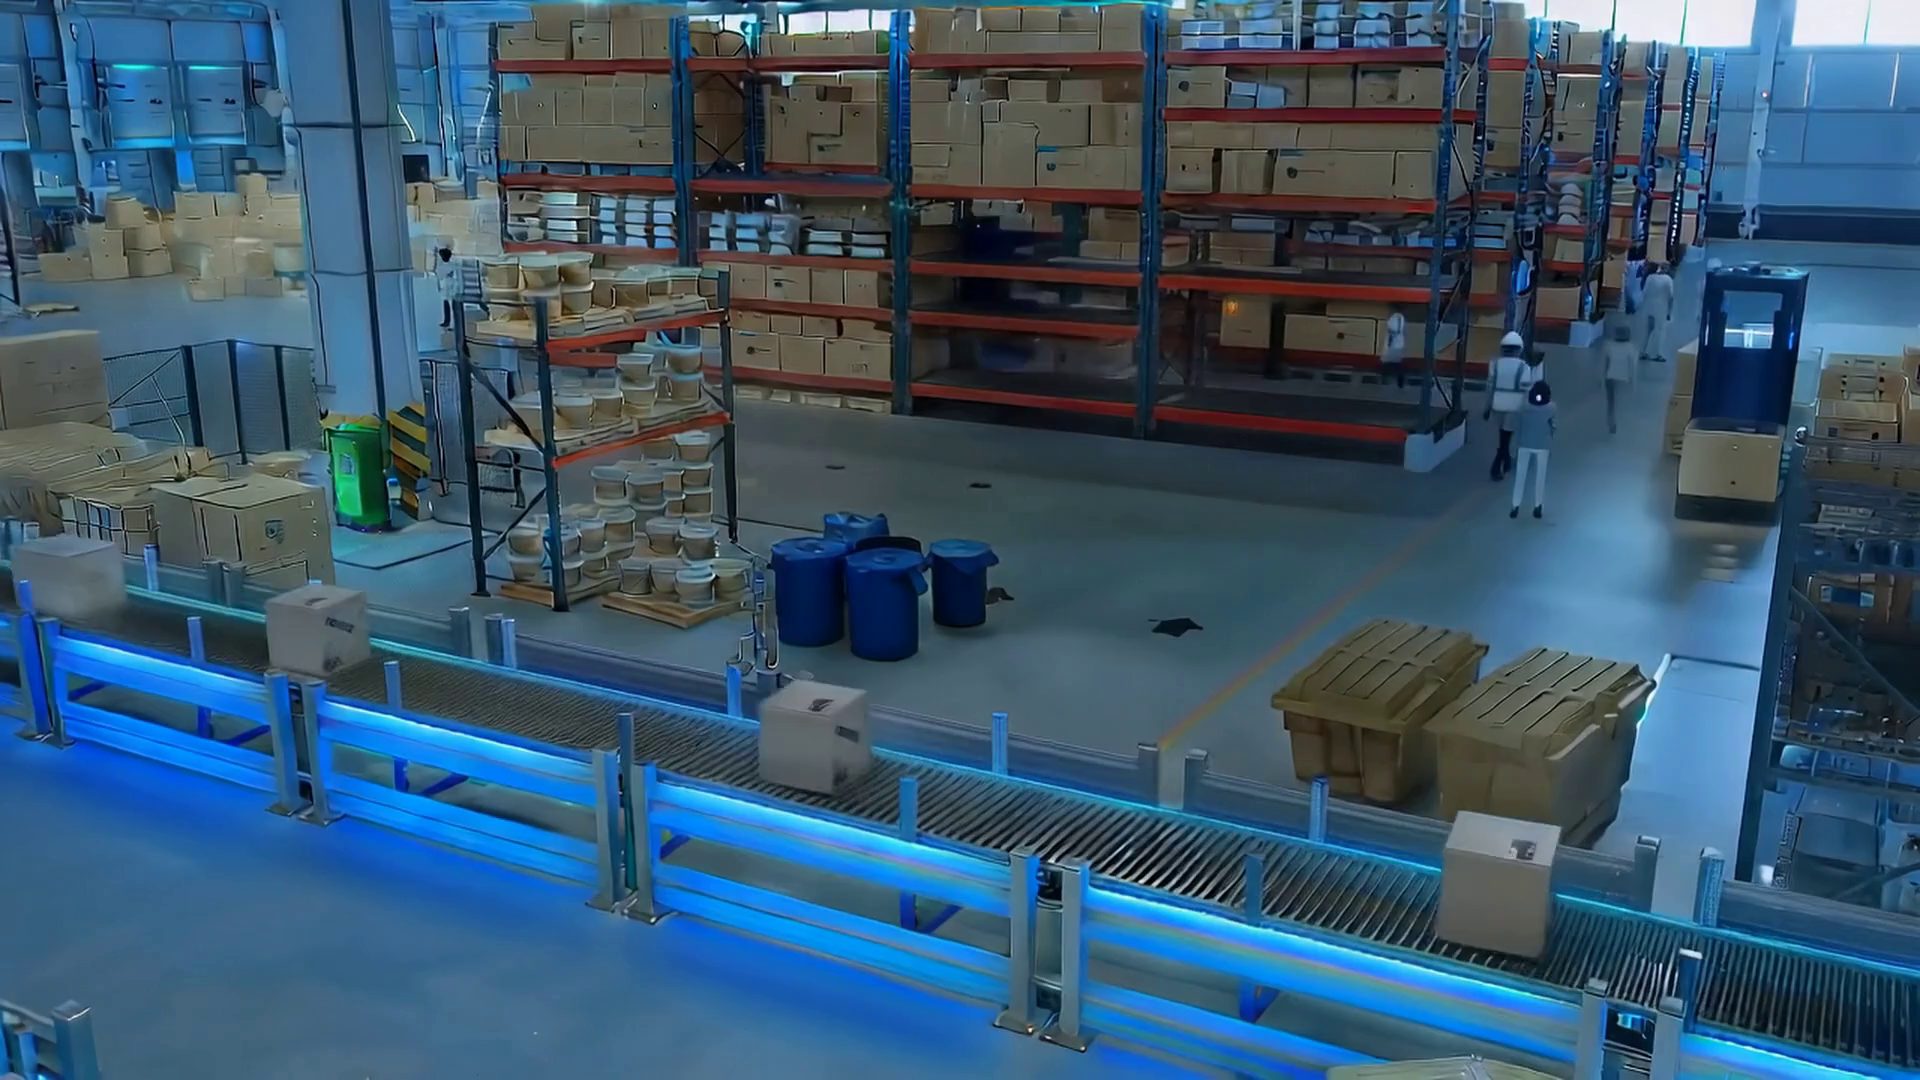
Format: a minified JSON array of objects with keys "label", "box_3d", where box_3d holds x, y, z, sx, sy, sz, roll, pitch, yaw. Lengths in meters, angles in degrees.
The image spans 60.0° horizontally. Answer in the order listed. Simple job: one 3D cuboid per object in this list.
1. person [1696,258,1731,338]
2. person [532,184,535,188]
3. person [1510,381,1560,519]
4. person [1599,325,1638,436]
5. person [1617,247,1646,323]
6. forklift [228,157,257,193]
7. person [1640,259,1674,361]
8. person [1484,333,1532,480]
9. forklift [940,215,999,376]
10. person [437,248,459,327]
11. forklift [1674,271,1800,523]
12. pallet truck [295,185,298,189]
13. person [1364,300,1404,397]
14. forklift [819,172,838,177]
[{"label":"person","box_3d":[13.592,-4.092,30.154,0.968,2.000,0.632,-14,20,-43]},{"label":"person","box_3d":[-17.006,-13.485,66.078,0.530,1.689,0.321,2,15,9]},{"label":"person","box_3d":[6.726,-1.059,19.467,0.500,1.633,0.286,6,16,20]},{"label":"person","box_3d":[9.625,-2.343,24.361,0.514,1.605,0.804,10,18,34]},{"label":"person","box_3d":[14.720,-5.600,36.501,0.882,1.641,0.544,-10,18,-34]},{"label":"forklift","box_3d":[-24.704,-11.836,57.594,1.873,2.768,1.129,8,17,28]},{"label":"person","box_3d":[13.084,-4.301,31.155,0.400,1.901,0.642,-7,16,-25]},{"label":"person","box_3d":[7.105,-1.737,21.575,0.573,1.874,1.050,11,18,35]},{"label":"forklift","box_3d":[0.319,-4.249,29.073,1.873,2.768,1.129,8,17,28]},{"label":"person","box_3d":[-10.982,-5.405,35.688,0.537,1.696,0.317,5,16,17]},{"label":"forklift","box_3d":[9.269,-1.763,19.726,1.129,2.768,1.873,8,17,27]},{"label":"pallet truck","box_3d":[-26.804,-14.617,69.738,1.885,1.965,0.823,-14,20,-42]},{"label":"person","box_3d":[7.041,-3.205,27.456,0.745,1.661,0.547,6,16,23]},{"label":"forklift","box_3d":[-4.902,-13.109,62.379,1.873,2.768,1.129,-11,18,-35]}]
